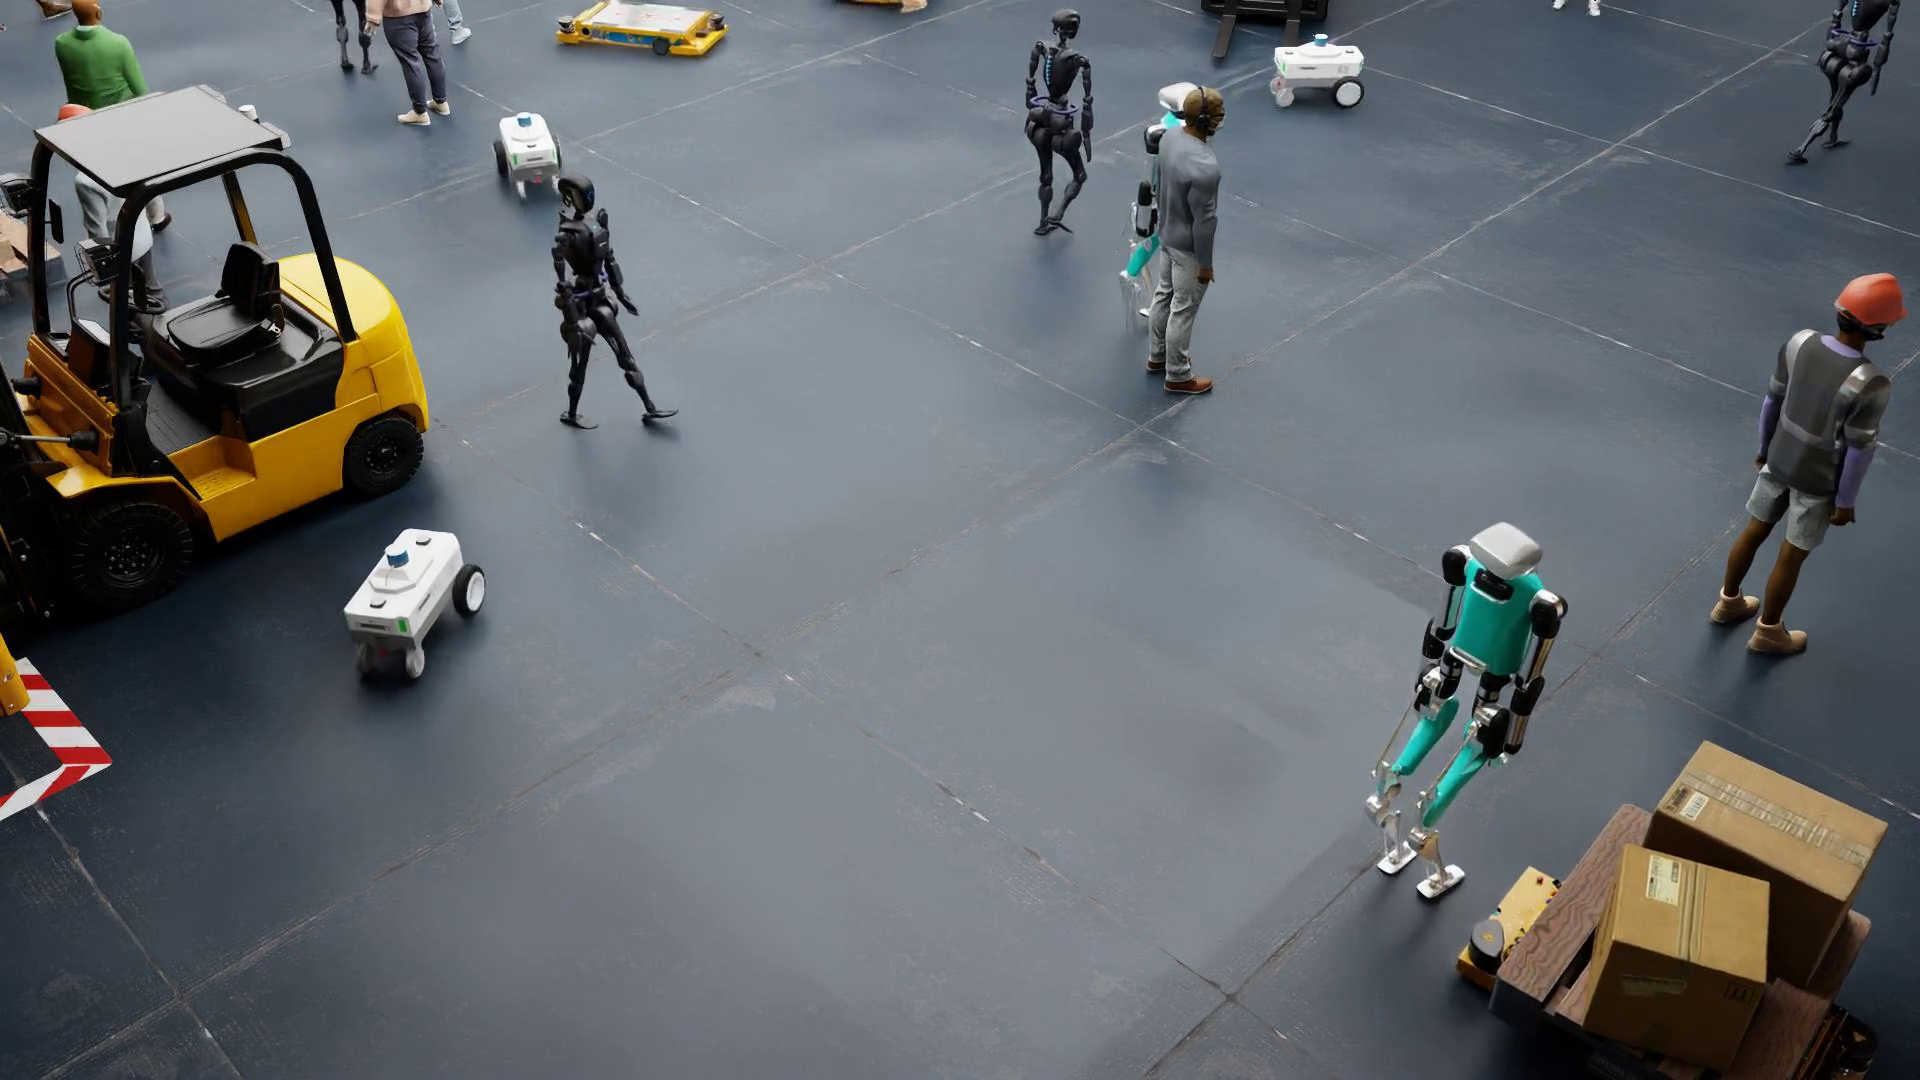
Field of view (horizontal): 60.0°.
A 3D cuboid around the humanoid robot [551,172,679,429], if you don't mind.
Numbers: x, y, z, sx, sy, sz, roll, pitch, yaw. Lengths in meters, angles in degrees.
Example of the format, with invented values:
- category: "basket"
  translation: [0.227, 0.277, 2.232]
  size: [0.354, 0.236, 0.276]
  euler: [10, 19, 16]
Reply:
- category: "humanoid robot"
  translation: [-2.089, -1.344, 9.638]
  size: [0.717, 1.631, 0.599]
  euler: [14, 39, 17]

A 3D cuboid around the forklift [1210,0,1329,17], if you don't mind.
- category: "forklift"
  translation: [3.106, -6.400, 15.960]
  size: [1.214, 2.155, 2.313]
  euler: [8, 37, 10]

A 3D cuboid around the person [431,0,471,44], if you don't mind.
- category: "person"
  translation: [-4.779, -5.385, 14.829]
  size: [0.596, 1.917, 0.376]
  euler: [-2, 37, -3]

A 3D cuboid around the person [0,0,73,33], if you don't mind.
- category: "person"
  translation: [-8.848, -5.564, 15.165]
  size: [0.962, 1.799, 0.510]
  euler: [-22, 42, -27]

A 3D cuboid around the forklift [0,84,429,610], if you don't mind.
- category: "forklift"
  translation: [-4.145, -1.093, 8.856]
  size: [2.313, 2.155, 1.214]
  euler: [-31, 47, -34]

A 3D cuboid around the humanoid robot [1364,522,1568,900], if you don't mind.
- category: "humanoid robot"
  translation: [1.941, 0.758, 6.712]
  size: [0.679, 1.743, 0.531]
  euler: [-26, 44, -30]

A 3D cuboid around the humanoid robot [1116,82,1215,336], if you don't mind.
- category: "humanoid robot"
  translation: [1.212, -2.066, 10.620]
  size: [0.556, 1.887, 0.741]
  euler: [-22, 42, -27]

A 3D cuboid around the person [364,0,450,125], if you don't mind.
- category: "person"
  translation: [-4.444, -4.278, 13.388]
  size: [0.408, 1.867, 0.801]
  euler: [18, 40, 23]

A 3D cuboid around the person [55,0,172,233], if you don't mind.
- category: "person"
  translation: [-5.949, -2.989, 11.745]
  size: [0.564, 1.766, 0.434]
  euler: [-4, 37, -6]

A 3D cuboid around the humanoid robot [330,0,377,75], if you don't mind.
- category: "humanoid robot"
  translation: [-5.293, -4.837, 14.293]
  size: [0.585, 1.650, 0.341]
  euler: [-1, 37, -2]

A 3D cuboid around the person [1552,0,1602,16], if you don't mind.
- category: "person"
  translation: [6.042, -5.694, 15.496]
  size: [0.609, 1.606, 0.353]
  euler: [10, 38, 13]

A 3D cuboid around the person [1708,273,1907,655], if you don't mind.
- category: "person"
  translation: [4.078, -0.352, 7.987]
  size: [0.380, 2.045, 0.604]
  euler: [-13, 39, -17]

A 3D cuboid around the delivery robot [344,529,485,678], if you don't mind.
- category: "delivery robot"
  translation: [-2.781, 0.276, 8.393]
  size: [0.499, 0.601, 0.803]
  euler: [6, 37, 8]

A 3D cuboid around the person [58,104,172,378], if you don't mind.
- category: "person"
  translation: [-5.162, -1.832, 10.219]
  size: [0.346, 1.739, 0.576]
  euler: [2, 37, 2]

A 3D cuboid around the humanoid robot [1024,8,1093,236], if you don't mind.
- category: "humanoid robot"
  translation: [0.672, -2.936, 11.752]
  size: [0.609, 1.651, 0.353]
  euler: [27, 44, 31]

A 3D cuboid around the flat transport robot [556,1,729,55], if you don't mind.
- category: "flat transport robot"
  translation: [-2.923, -4.714, 15.307]
  size: [1.431, 0.231, 0.659]
  euler: [9, 38, 12]

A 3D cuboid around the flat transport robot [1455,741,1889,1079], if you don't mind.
- category: "flat transport robot"
  translation: [2.775, 1.818, 6.563]
  size: [1.431, 0.231, 0.659]
  euler: [27, 45, 32]

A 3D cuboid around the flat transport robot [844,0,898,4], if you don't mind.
- category: "flat transport robot"
  translation: [-0.785, -5.673, 16.591]
  size: [0.659, 0.231, 1.431]
  euler: [6, 37, 8]

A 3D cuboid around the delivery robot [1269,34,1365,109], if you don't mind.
- category: "delivery robot"
  translation: [3.050, -3.968, 14.084]
  size: [0.803, 0.613, 0.499]
  euler: [-2, 37, -2]

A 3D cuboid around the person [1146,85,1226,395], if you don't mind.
- category: "person"
  translation: [1.365, -1.792, 10.002]
  size: [0.357, 1.937, 0.637]
  euler: [-10, 38, -13]

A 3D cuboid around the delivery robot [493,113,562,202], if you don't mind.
- category: "delivery robot"
  translation: [-3.306, -2.980, 12.763]
  size: [0.499, 0.614, 0.796]
  euler: [-12, 39, -16]

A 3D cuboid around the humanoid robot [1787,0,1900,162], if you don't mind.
- category: "humanoid robot"
  translation: [6.881, -3.745, 12.873]
  size: [0.766, 1.630, 0.616]
  euler: [-13, 39, -16]

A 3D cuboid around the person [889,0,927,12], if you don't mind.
- category: "person"
  translation: [-0.523, -5.840, 15.562]
  size: [0.446, 1.764, 0.557]
  euler: [-25, 44, -30]
